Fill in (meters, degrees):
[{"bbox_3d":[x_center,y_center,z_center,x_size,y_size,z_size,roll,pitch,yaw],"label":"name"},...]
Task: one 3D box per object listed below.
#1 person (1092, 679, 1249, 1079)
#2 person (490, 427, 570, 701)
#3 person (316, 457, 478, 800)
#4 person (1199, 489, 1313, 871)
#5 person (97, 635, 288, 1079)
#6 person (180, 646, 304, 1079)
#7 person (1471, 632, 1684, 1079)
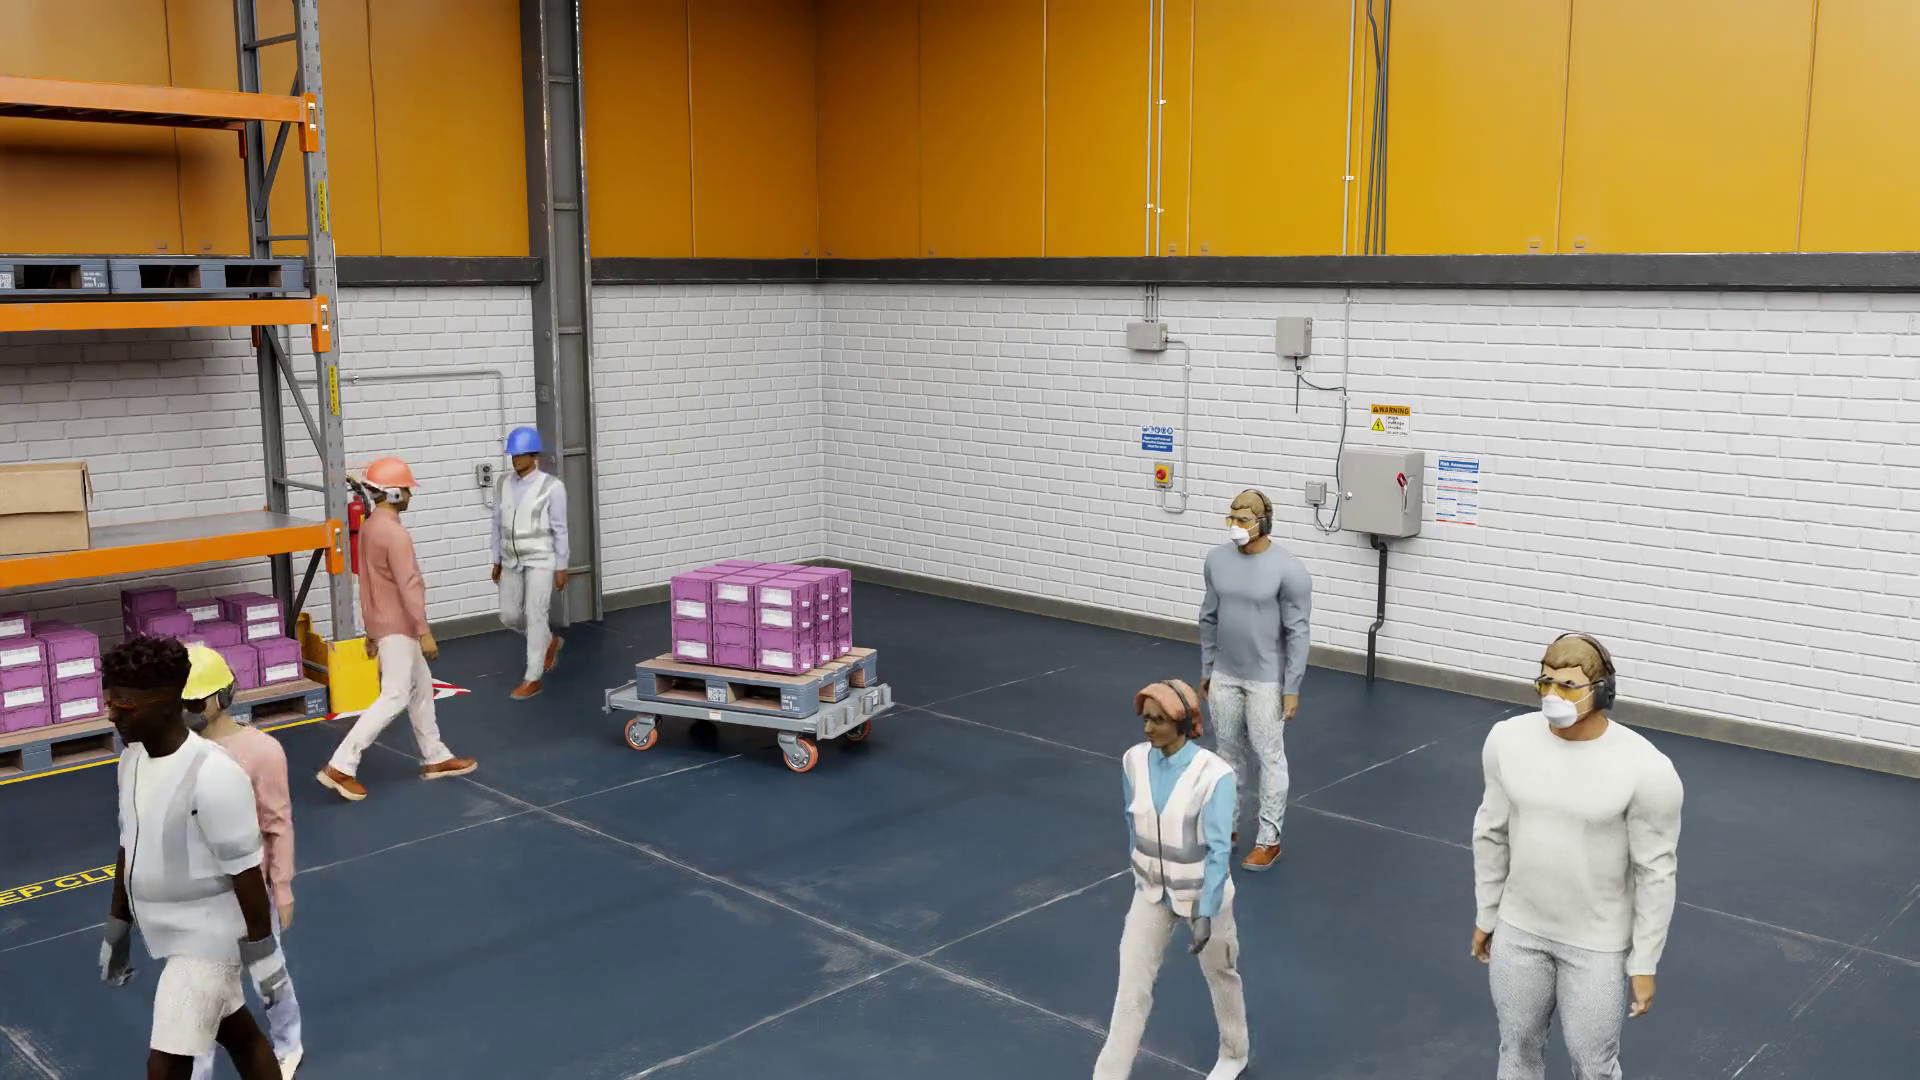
[{"bbox_3d":[0.778,1.279,5.956,0.519,1.589,0.857,8,12,41],"label":"person"},{"bbox_3d":[-3.044,0.143,11.869,0.621,1.934,0.634,4,10,23],"label":"person"},{"bbox_3d":[-3.298,0.499,9.606,0.928,1.965,0.624,-6,11,-31],"label":"person"},{"bbox_3d":[1.474,0.701,8.442,0.378,1.940,0.629,-9,13,-44],"label":"person"},{"bbox_3d":[-2.490,1.248,5.145,0.630,1.911,1.002,8,12,40],"label":"person"},{"bbox_3d":[-2.632,1.213,5.970,0.540,1.774,0.512,1,9,5],"label":"person"},{"bbox_3d":[1.881,1.234,5.173,0.378,1.940,0.629,-9,13,-44],"label":"person"}]
